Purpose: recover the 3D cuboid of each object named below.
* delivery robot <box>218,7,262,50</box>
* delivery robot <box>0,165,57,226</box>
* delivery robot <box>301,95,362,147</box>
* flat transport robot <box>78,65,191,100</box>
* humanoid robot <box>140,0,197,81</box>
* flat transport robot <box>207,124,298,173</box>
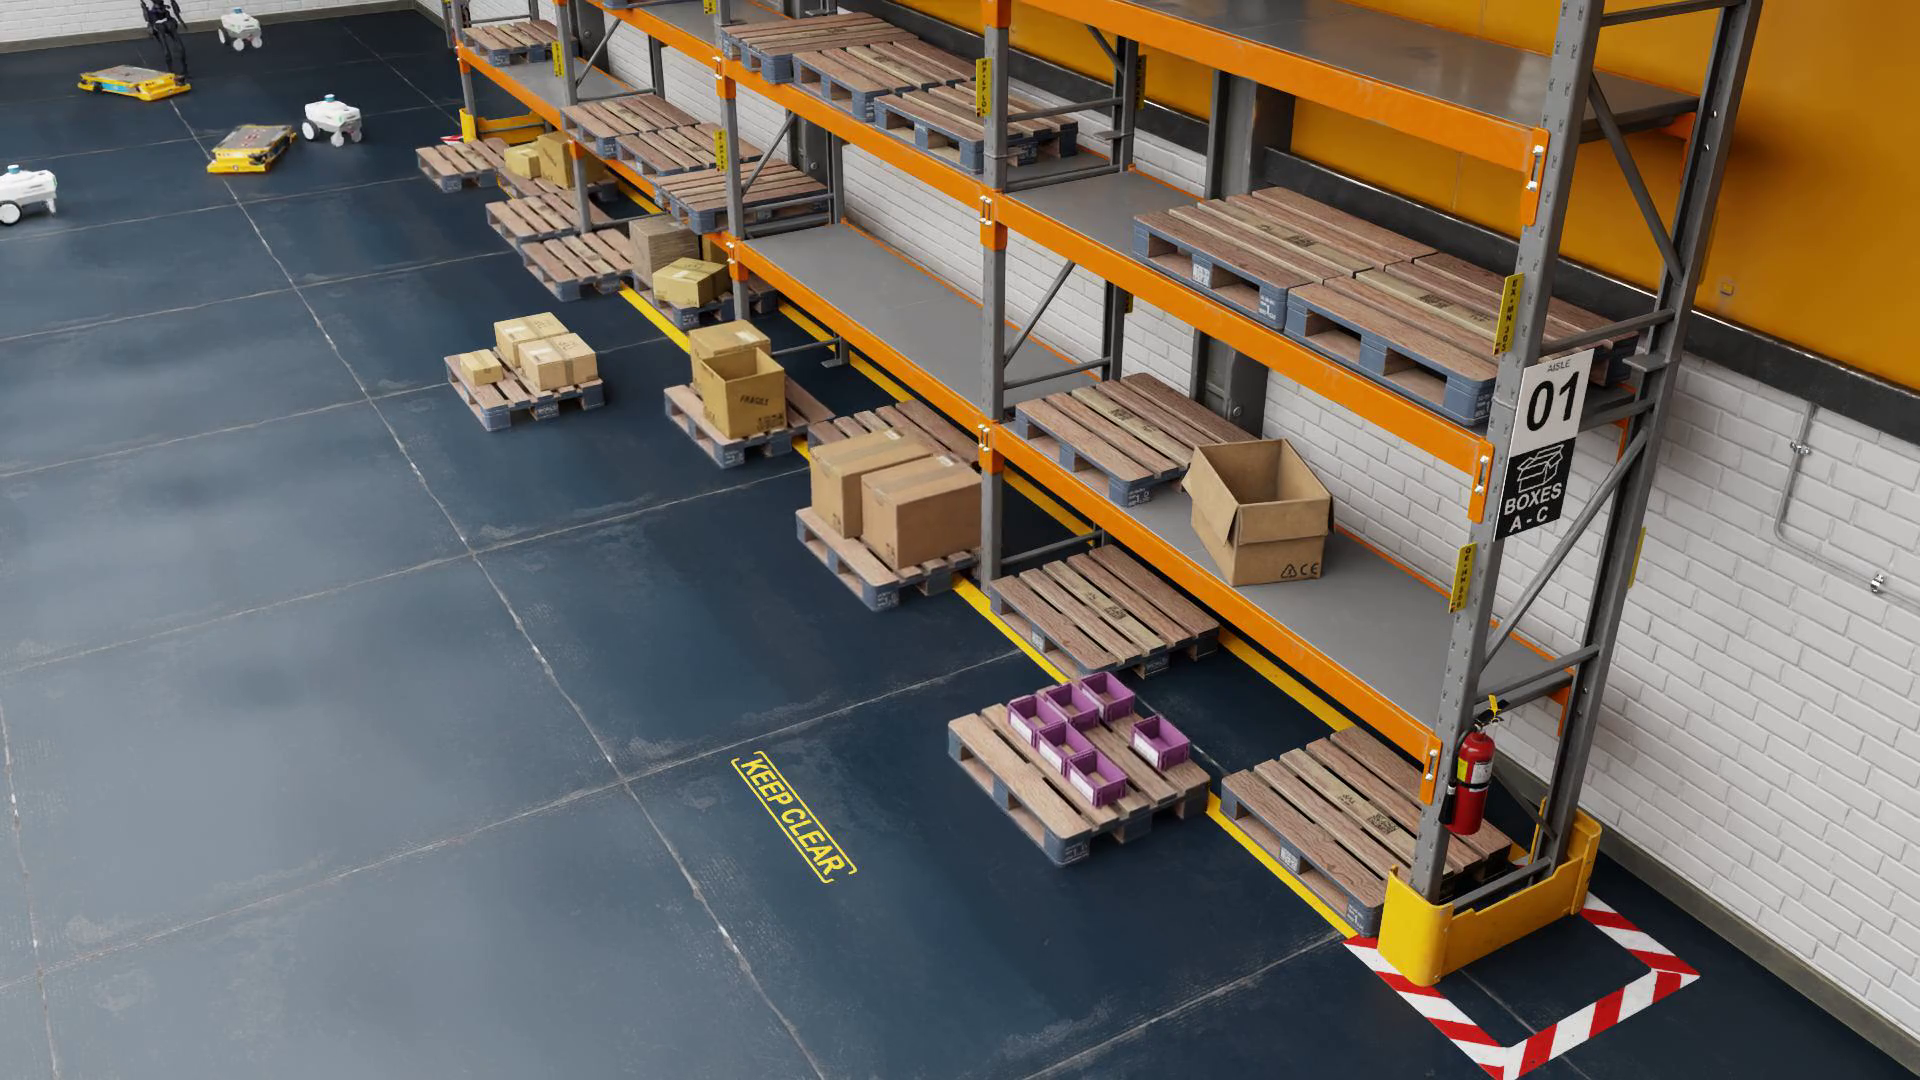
[{"bbox_3d":[-10.749,-7.650,24.840,0.522,0.588,0.759,-24,37,-35],"label":"delivery robot"},{"bbox_3d":[-10.161,-3.721,17.926,0.517,0.610,0.781,26,38,38],"label":"delivery robot"},{"bbox_3d":[-7.724,-5.182,20.478,0.744,0.582,0.518,18,34,29],"label":"delivery robot"},{"bbox_3d":[-11.236,-6.213,22.600,1.431,0.231,0.659,14,32,23],"label":"flat transport robot"},{"bbox_3d":[-10.884,-7.108,22.742,0.379,1.650,0.590,14,32,23],"label":"humanoid robot"},{"bbox_3d":[-8.469,-4.699,19.927,0.659,0.231,1.431,-2,30,-4],"label":"flat transport robot"}]
